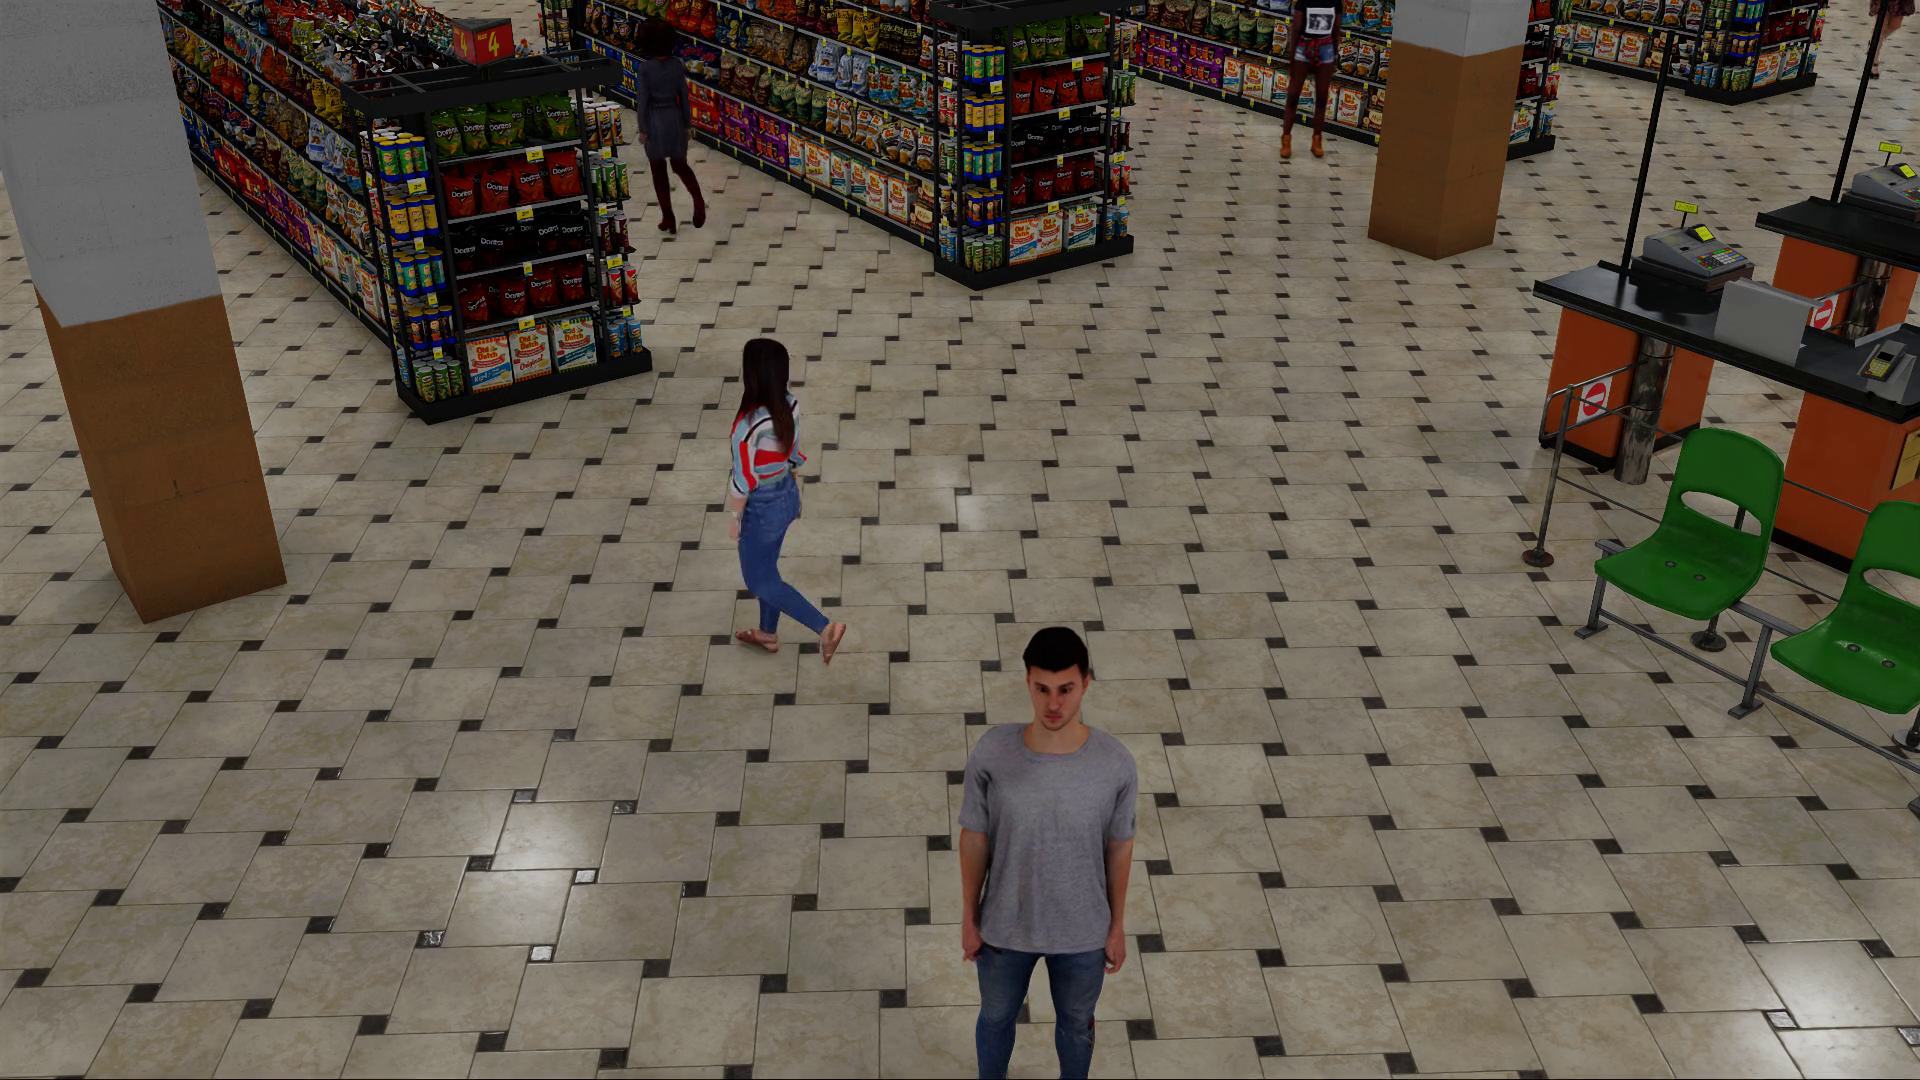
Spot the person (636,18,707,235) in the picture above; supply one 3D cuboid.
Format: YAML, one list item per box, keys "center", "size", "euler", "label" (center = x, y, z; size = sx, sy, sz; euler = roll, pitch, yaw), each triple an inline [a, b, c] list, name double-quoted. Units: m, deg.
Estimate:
- center: [-2.267, -3.169, 12.974]
  size: [0.586, 1.693, 0.902]
  euler: [-17, 33, -28]
  label: "person"

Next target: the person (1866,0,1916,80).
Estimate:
- center: [9.957, -5.857, 17.828]
  size: [0.872, 1.760, 0.932]
  euler: [4, 29, 8]
  label: "person"

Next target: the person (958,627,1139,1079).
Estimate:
- center: [0.254, 1.089, 4.971]
  size: [0.757, 1.890, 0.777]
  euler: [1, 29, 1]
  label: "person"

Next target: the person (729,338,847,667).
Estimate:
- center: [-0.801, -0.120, 7.491]
  size: [0.991, 1.597, 0.854]
  euler: [13, 31, 22]
  label: "person"

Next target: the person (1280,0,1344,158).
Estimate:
- center: [3.205, -4.355, 15.119]
  size: [0.718, 1.720, 0.756]
  euler: [0, 29, -1]
  label: "person"
